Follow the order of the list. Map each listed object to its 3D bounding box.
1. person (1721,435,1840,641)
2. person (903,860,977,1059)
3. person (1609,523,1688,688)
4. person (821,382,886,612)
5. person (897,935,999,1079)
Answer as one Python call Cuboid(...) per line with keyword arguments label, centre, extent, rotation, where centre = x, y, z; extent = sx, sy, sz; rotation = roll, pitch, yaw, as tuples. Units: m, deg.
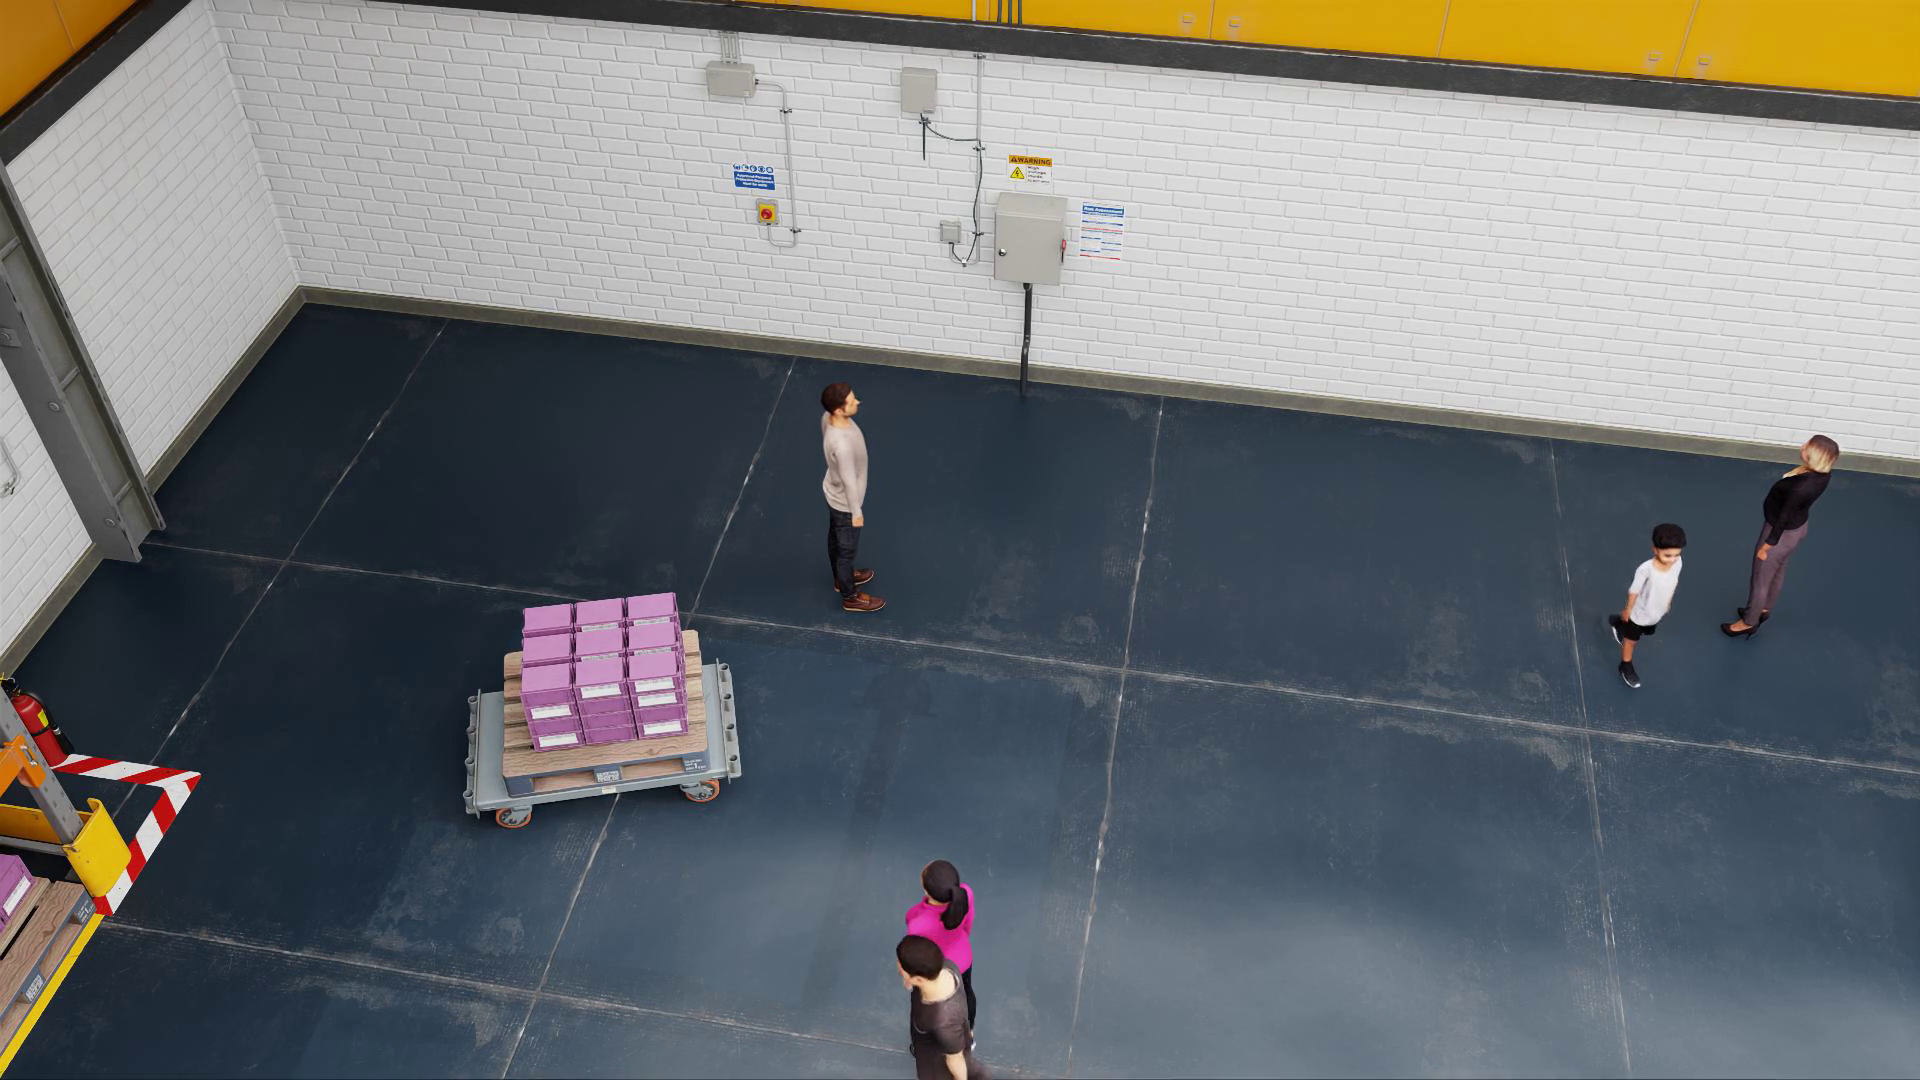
Cuboid(label="person", centre=(5.355, -0.003, 10.815), extent=(0.729, 1.667, 0.636), rotation=(33, 53, 30))
Cuboid(label="person", centre=(-0.084, 2.173, 8.508), extent=(0.680, 1.698, 0.755), rotation=(-32, 52, -29))
Cuboid(label="person", centre=(4.423, 0.353, 10.742), extent=(0.668, 1.252, 0.806), rotation=(-11, 45, -11))
Cuboid(label="person", centre=(-0.766, -0.295, 10.976), extent=(0.794, 1.868, 0.666), rotation=(-11, 45, -11))
Cuboid(label="person", centre=(-0.004, 2.488, 8.194), extent=(0.814, 1.675, 1.006), rotation=(-2, 44, -3))
